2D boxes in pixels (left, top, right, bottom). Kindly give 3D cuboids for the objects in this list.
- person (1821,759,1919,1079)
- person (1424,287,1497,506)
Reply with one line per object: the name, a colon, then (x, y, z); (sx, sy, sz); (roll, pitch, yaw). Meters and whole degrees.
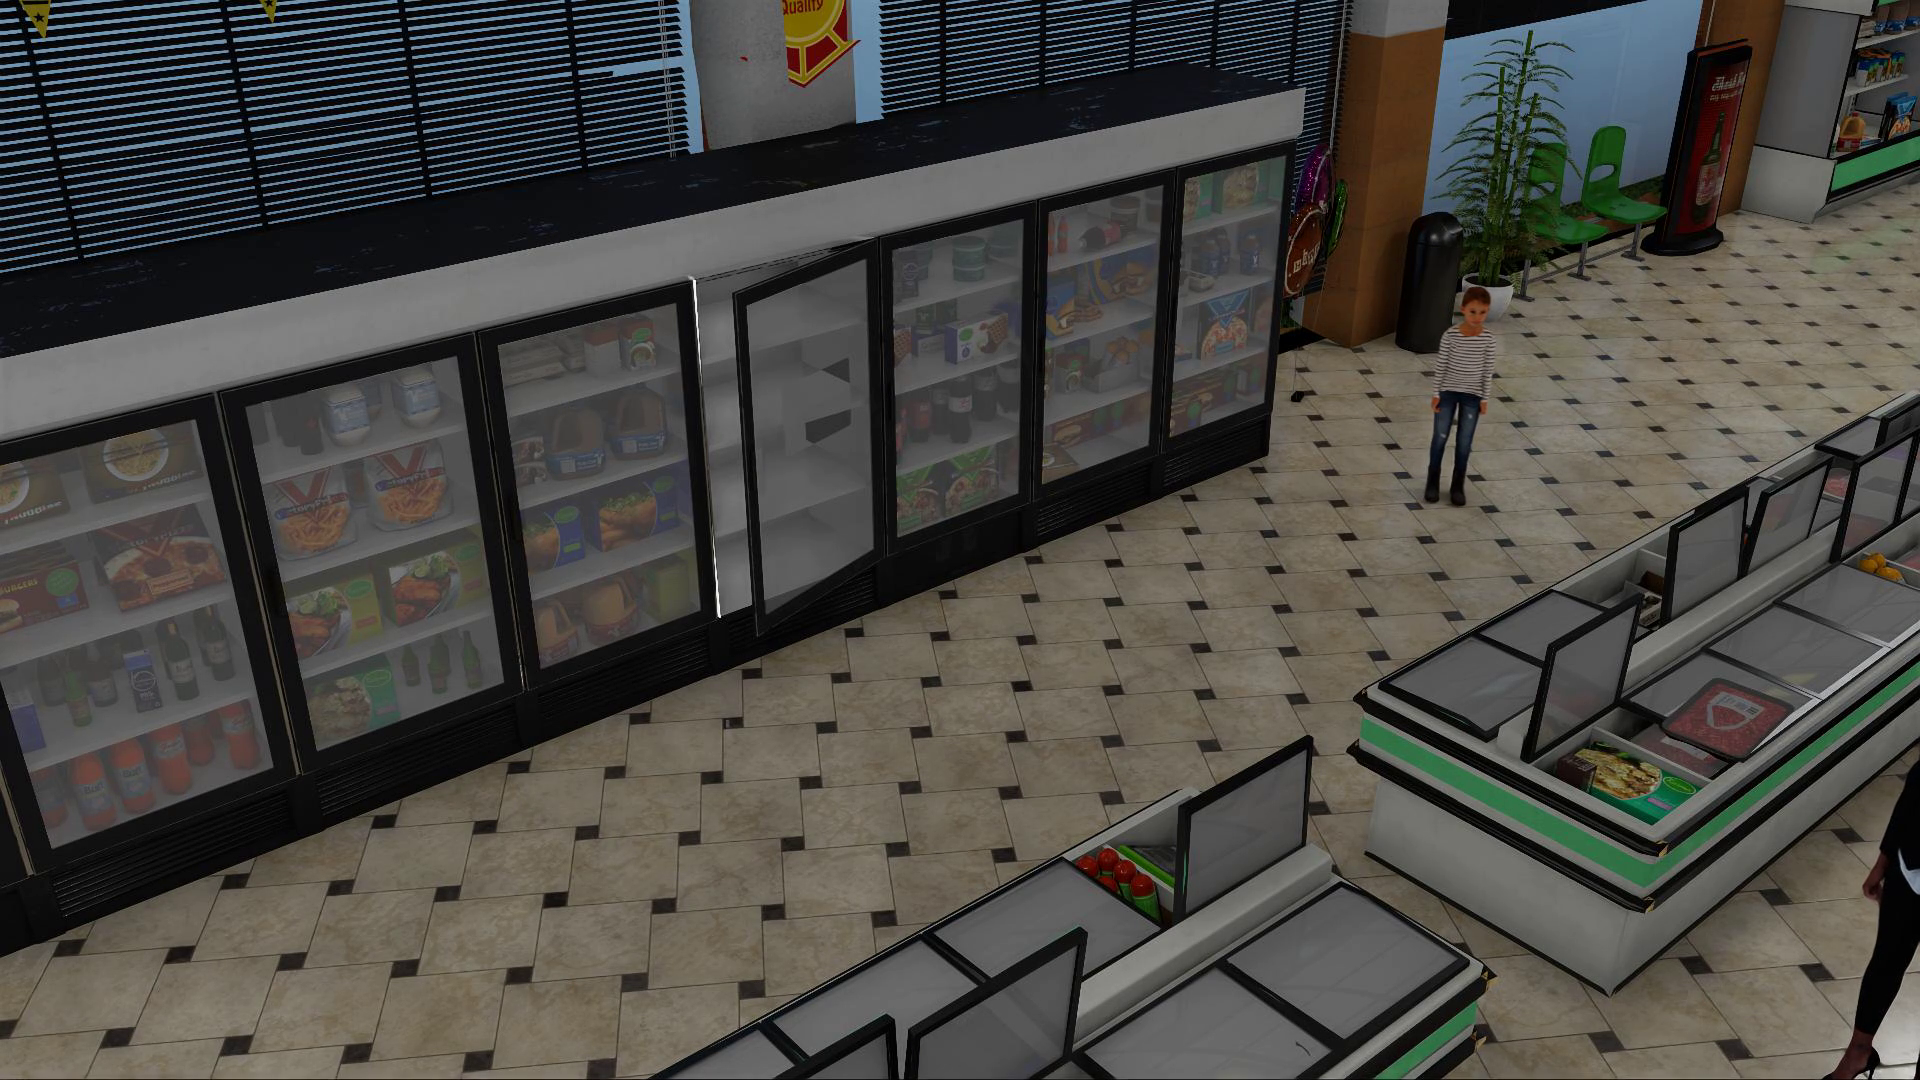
person: (3.093, 1.123, 5.225); (0.621, 1.834, 0.659); (-10, 29, -20)
person: (2.912, -0.845, 9.682); (0.559, 1.313, 0.609); (6, 28, 12)
